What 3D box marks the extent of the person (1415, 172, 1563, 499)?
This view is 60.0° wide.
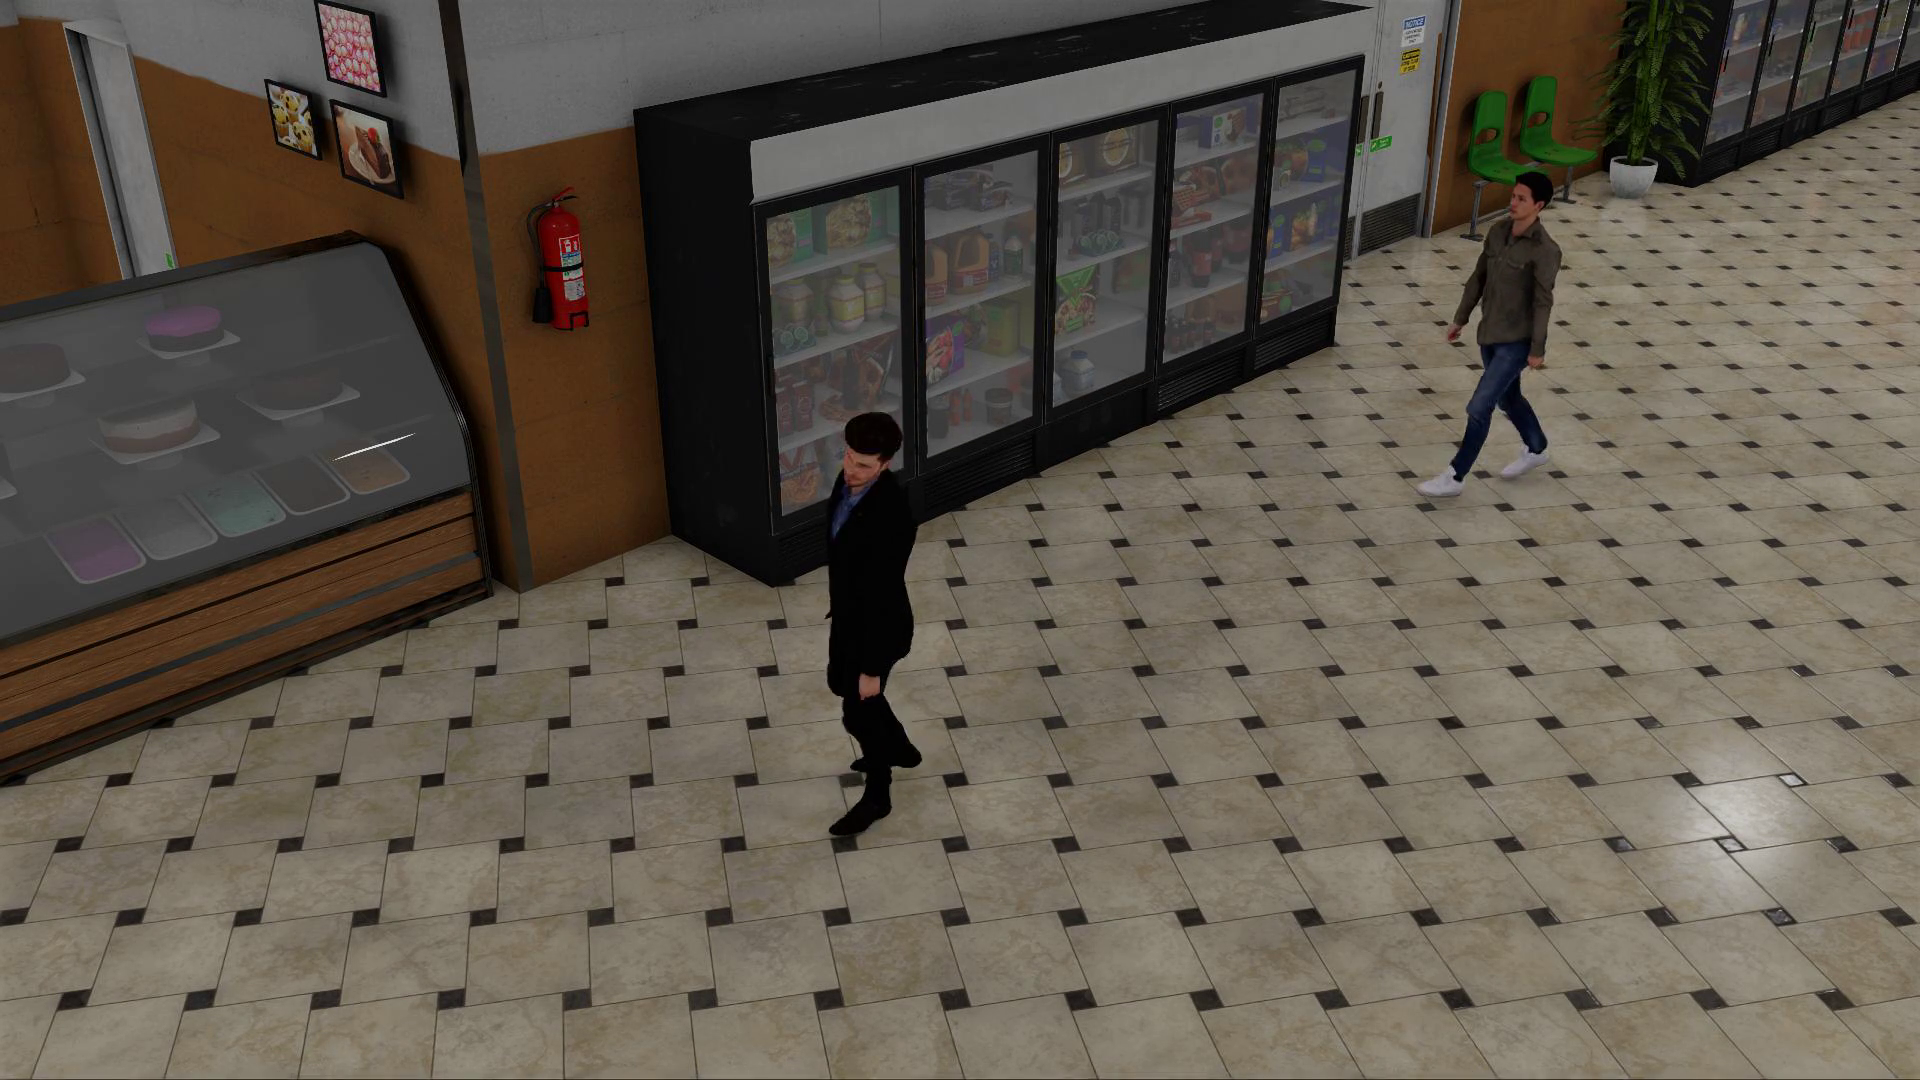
[{"bbox_3d":[3.107,-1.125,9.218,1.137,1.835,1.228,-7,28,-14],"label":"person"}]

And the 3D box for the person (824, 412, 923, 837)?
[{"bbox_3d":[-0.342,0.311,6.379,0.999,1.842,0.855,-3,27,-6],"label":"person"}]
